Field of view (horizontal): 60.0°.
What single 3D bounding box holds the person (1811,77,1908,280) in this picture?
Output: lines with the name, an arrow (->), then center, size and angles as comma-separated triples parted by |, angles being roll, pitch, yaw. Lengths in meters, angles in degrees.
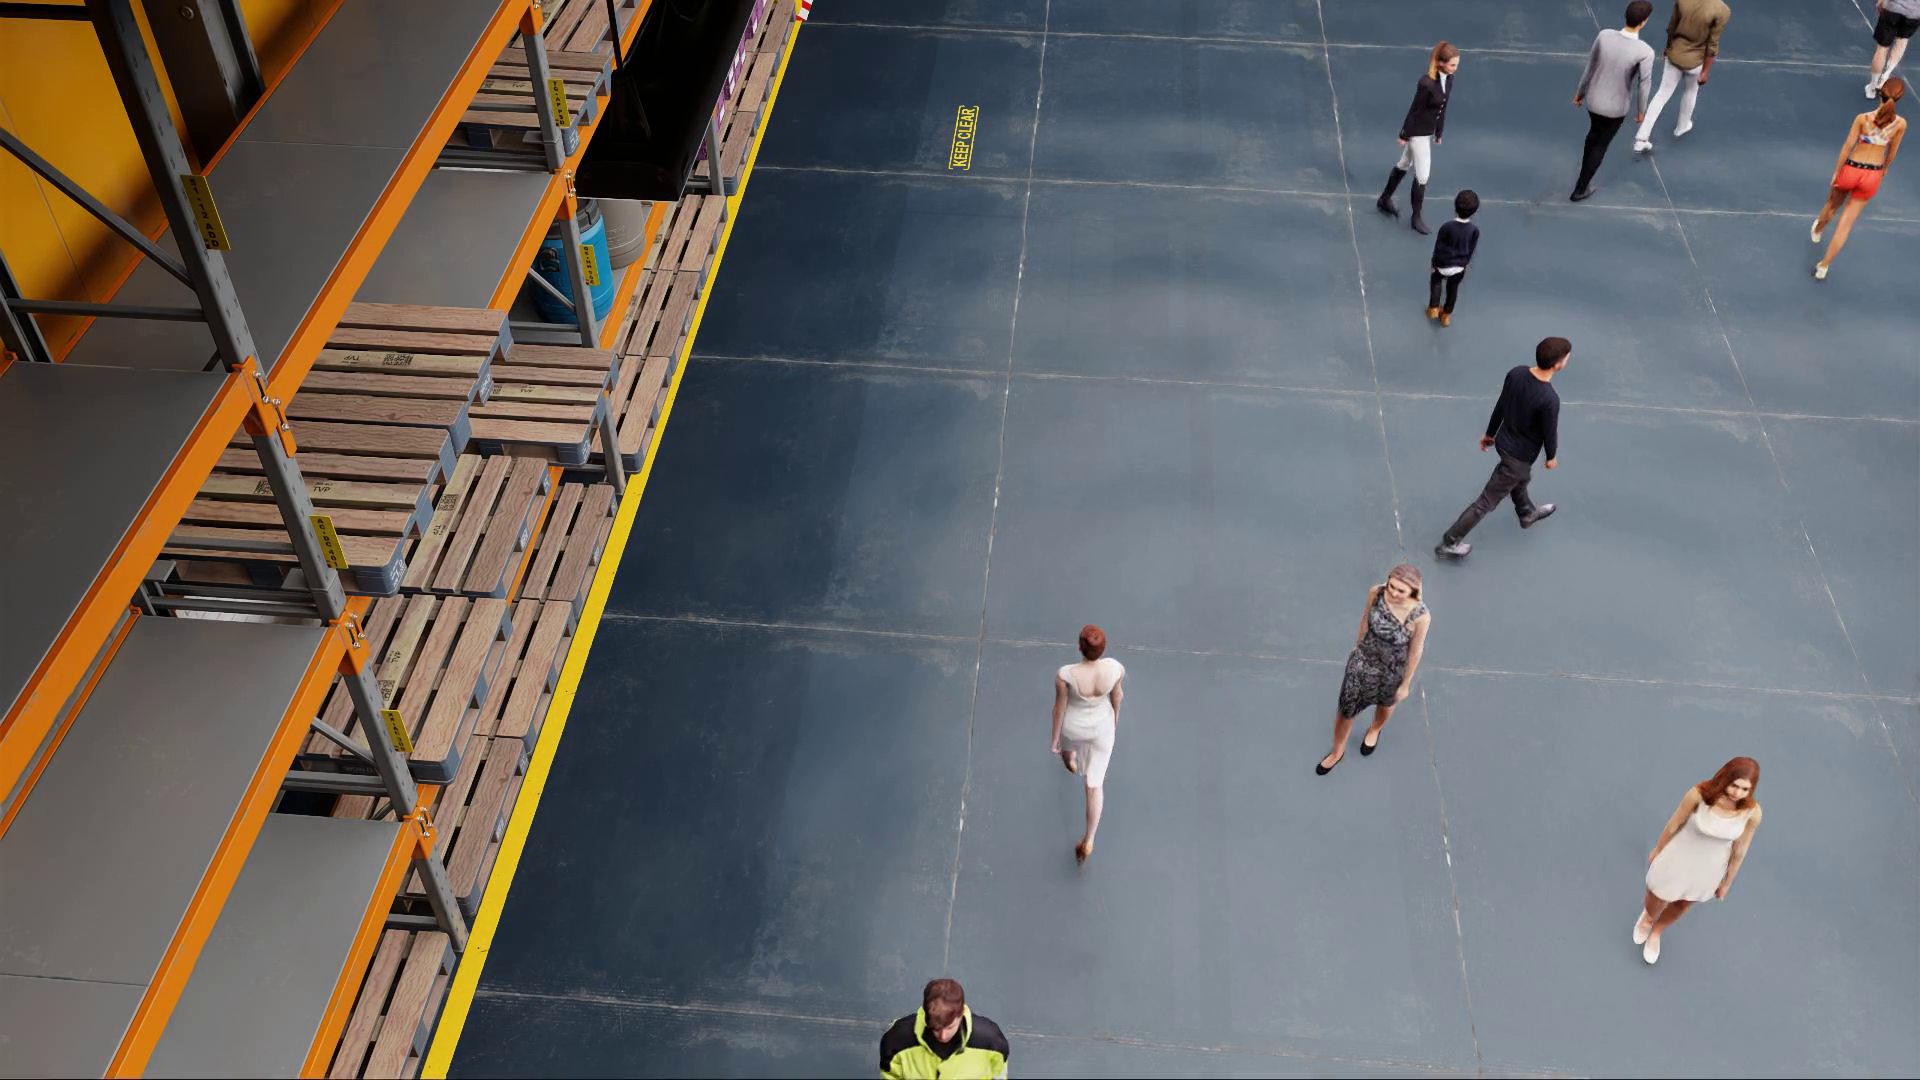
person -> 7.639, -3.022, 14.146 | 0.823, 1.754, 1.126 | 18, 46, 18

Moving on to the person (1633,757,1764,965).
person -> 4.085, 1.702, 9.222 | 0.667, 1.706, 0.706 | 17, 46, 17

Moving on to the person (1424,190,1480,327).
person -> 4.092, -2.299, 13.779 | 0.548, 1.213, 0.520 | -1, 44, -1

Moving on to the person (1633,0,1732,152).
person -> 6.778, -4.478, 15.649 | 1.263, 1.789, 1.185 | -31, 52, -28

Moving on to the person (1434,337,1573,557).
person -> 3.769, -0.573, 11.532 | 1.006, 1.813, 1.273 | -13, 45, -13

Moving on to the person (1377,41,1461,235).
person -> 4.036, -3.653, 14.841 | 0.949, 1.710, 0.985 | -29, 51, -27

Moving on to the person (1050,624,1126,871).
person -> 0.751, 1.213, 9.716 | 0.727, 1.734, 1.156 | -4, 44, -4

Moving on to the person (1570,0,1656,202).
person -> 5.784, -3.910, 14.972 | 1.084, 1.901, 1.023 | -31, 52, -29

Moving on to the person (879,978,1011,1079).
person -> -0.074, 2.635, 8.060 | 0.856, 1.958, 1.090 | -3, 44, -3

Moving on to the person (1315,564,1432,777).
person -> 2.669, 0.713, 10.278 | 0.855, 1.682, 0.962 | 29, 51, 27
